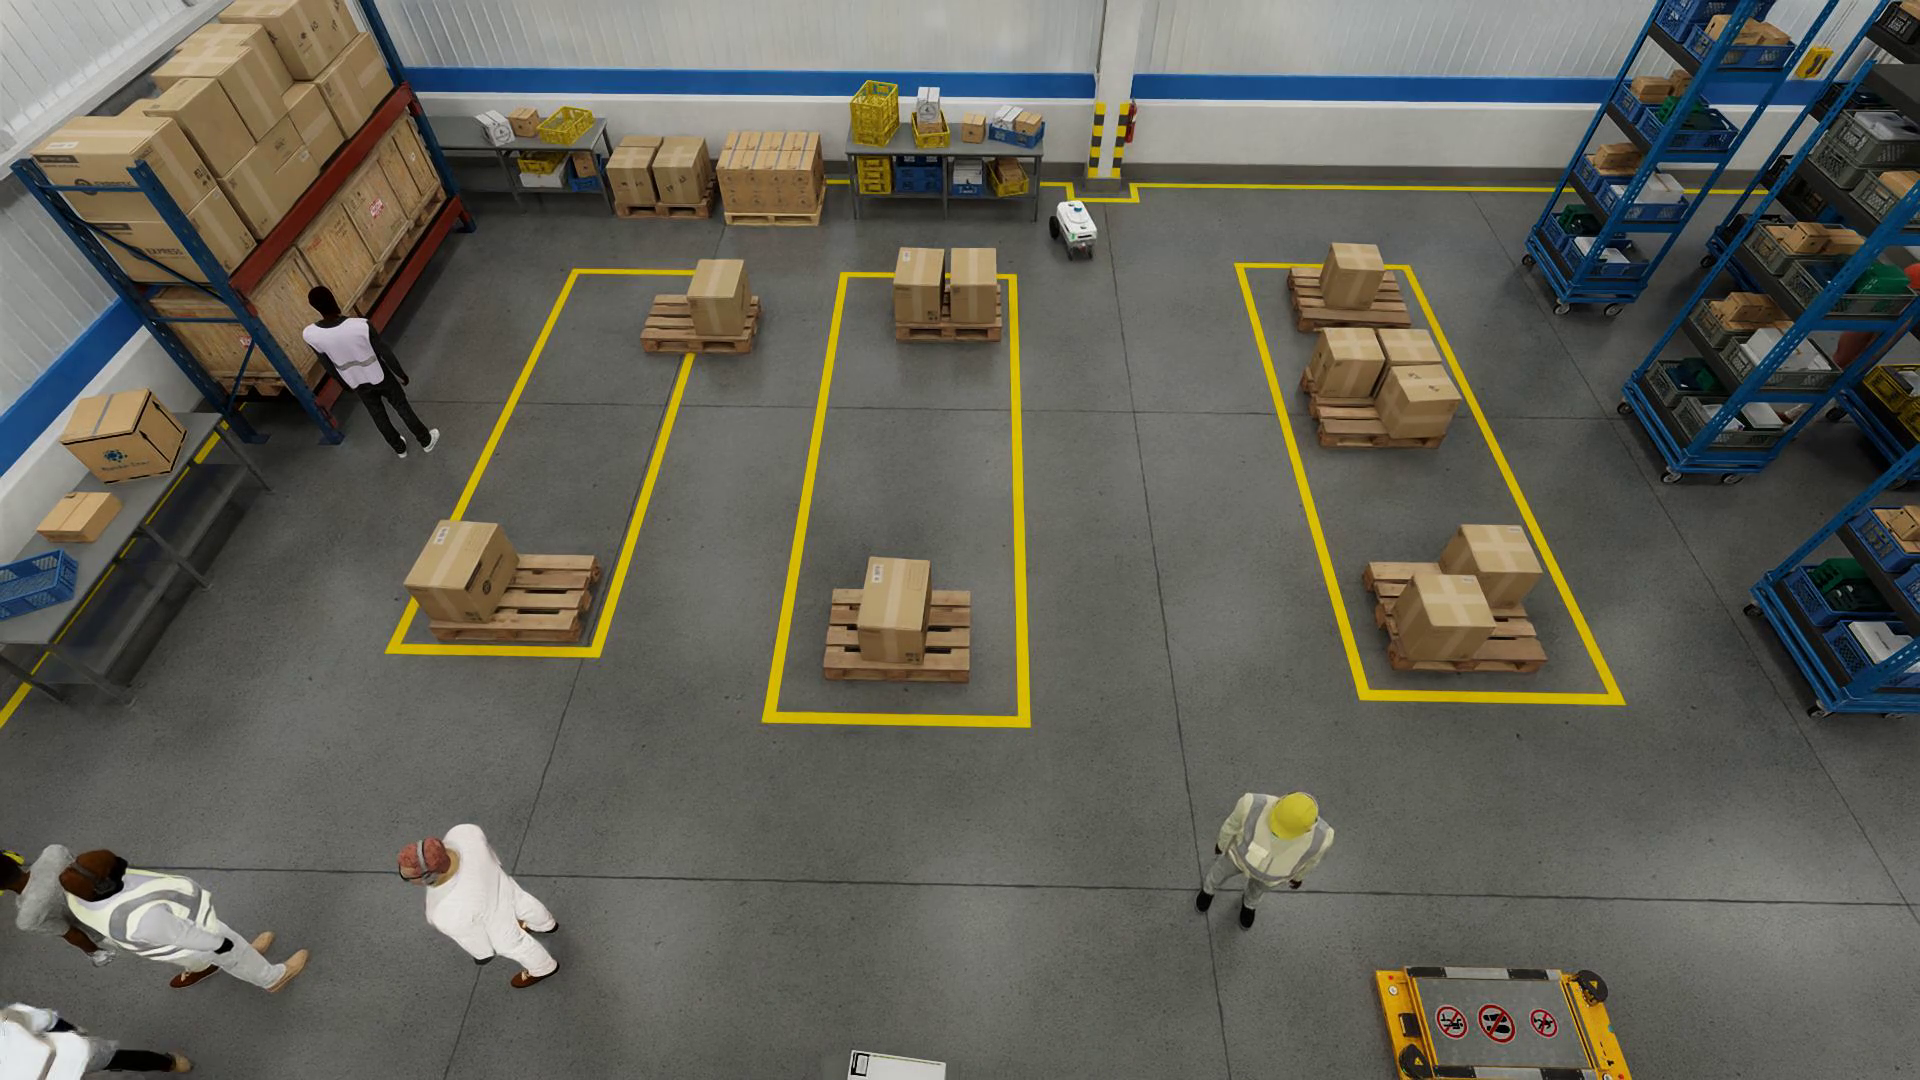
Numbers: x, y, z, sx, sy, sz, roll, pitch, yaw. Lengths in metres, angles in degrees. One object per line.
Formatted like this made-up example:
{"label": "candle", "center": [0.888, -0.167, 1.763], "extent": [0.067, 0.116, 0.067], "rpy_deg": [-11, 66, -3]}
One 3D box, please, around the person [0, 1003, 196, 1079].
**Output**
{"label": "person", "center": [-5.037, 2.987, 5.139], "extent": [0.369, 1.670, 0.567], "rpy_deg": [-5, 51, -4]}

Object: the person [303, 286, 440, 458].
{"label": "person", "center": [-5.587, -1.544, 8.686], "extent": [0.596, 1.896, 0.384], "rpy_deg": [-13, 52, -11]}

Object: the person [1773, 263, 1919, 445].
{"label": "person", "center": [8.526, -1.767, 8.804], "extent": [0.397, 1.992, 0.621], "rpy_deg": [32, 58, 24]}

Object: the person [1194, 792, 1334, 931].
{"label": "person", "center": [1.920, 2.025, 5.821], "extent": [0.592, 1.825, 0.404], "rpy_deg": [19, 53, 15]}

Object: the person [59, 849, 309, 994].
{"label": "person", "center": [-4.725, 2.333, 5.567], "extent": [0.643, 1.834, 0.430], "rpy_deg": [19, 53, 15]}

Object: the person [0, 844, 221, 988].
{"label": "person", "center": [-5.207, 2.295, 5.578], "extent": [0.327, 1.865, 0.517], "rpy_deg": [-12, 52, -9]}

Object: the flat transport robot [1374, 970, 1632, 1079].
{"label": "flat transport robot", "center": [3.501, 3.133, 5.914], "extent": [1.431, 0.197, 0.652], "rpy_deg": [1, 51, 1]}

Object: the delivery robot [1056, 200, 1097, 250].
{"label": "delivery robot", "center": [1.456, -3.959, 11.455], "extent": [0.477, 0.478, 0.707], "rpy_deg": [-10, 52, -8]}

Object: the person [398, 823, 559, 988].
{"label": "person", "center": [-2.908, 2.245, 5.587], "extent": [0.410, 1.913, 0.643], "rpy_deg": [-11, 52, -9]}
